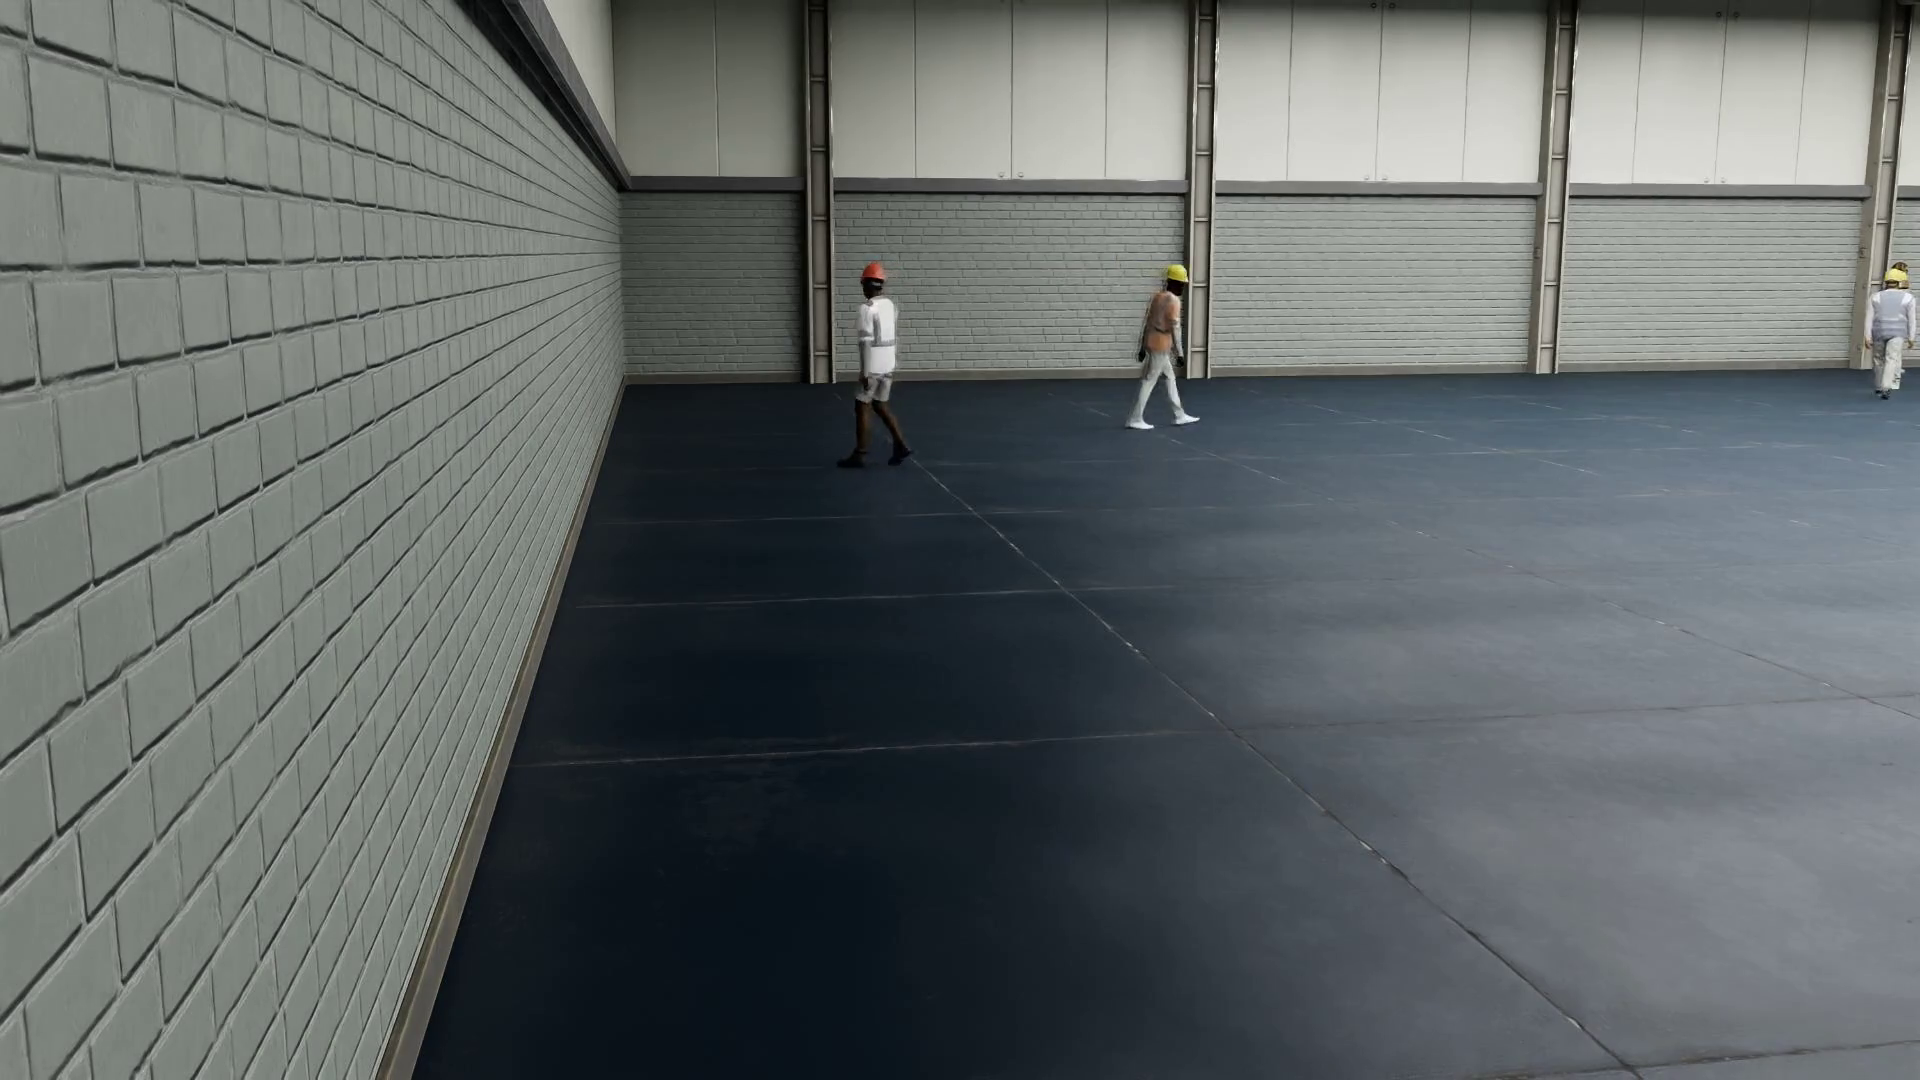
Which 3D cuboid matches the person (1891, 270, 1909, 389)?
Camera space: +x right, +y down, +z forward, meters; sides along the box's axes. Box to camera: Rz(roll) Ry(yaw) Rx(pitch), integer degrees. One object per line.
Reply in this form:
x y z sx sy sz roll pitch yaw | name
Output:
13.794 -3.103 24.563 0.303 1.743 0.494 6 12 31 | person

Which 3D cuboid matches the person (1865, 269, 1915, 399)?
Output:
12.816 -2.840 22.937 0.595 1.799 0.926 6 12 32 | person

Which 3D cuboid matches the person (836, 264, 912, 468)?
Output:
-0.771 -1.618 15.549 0.571 1.906 0.566 6 12 31 | person

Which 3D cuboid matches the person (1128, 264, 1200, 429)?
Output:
2.362 -2.186 18.908 0.964 1.862 0.595 -2 10 -12 | person

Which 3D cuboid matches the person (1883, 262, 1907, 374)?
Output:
15.514 -3.687 27.635 0.344 1.845 0.506 -2 10 -10 | person
